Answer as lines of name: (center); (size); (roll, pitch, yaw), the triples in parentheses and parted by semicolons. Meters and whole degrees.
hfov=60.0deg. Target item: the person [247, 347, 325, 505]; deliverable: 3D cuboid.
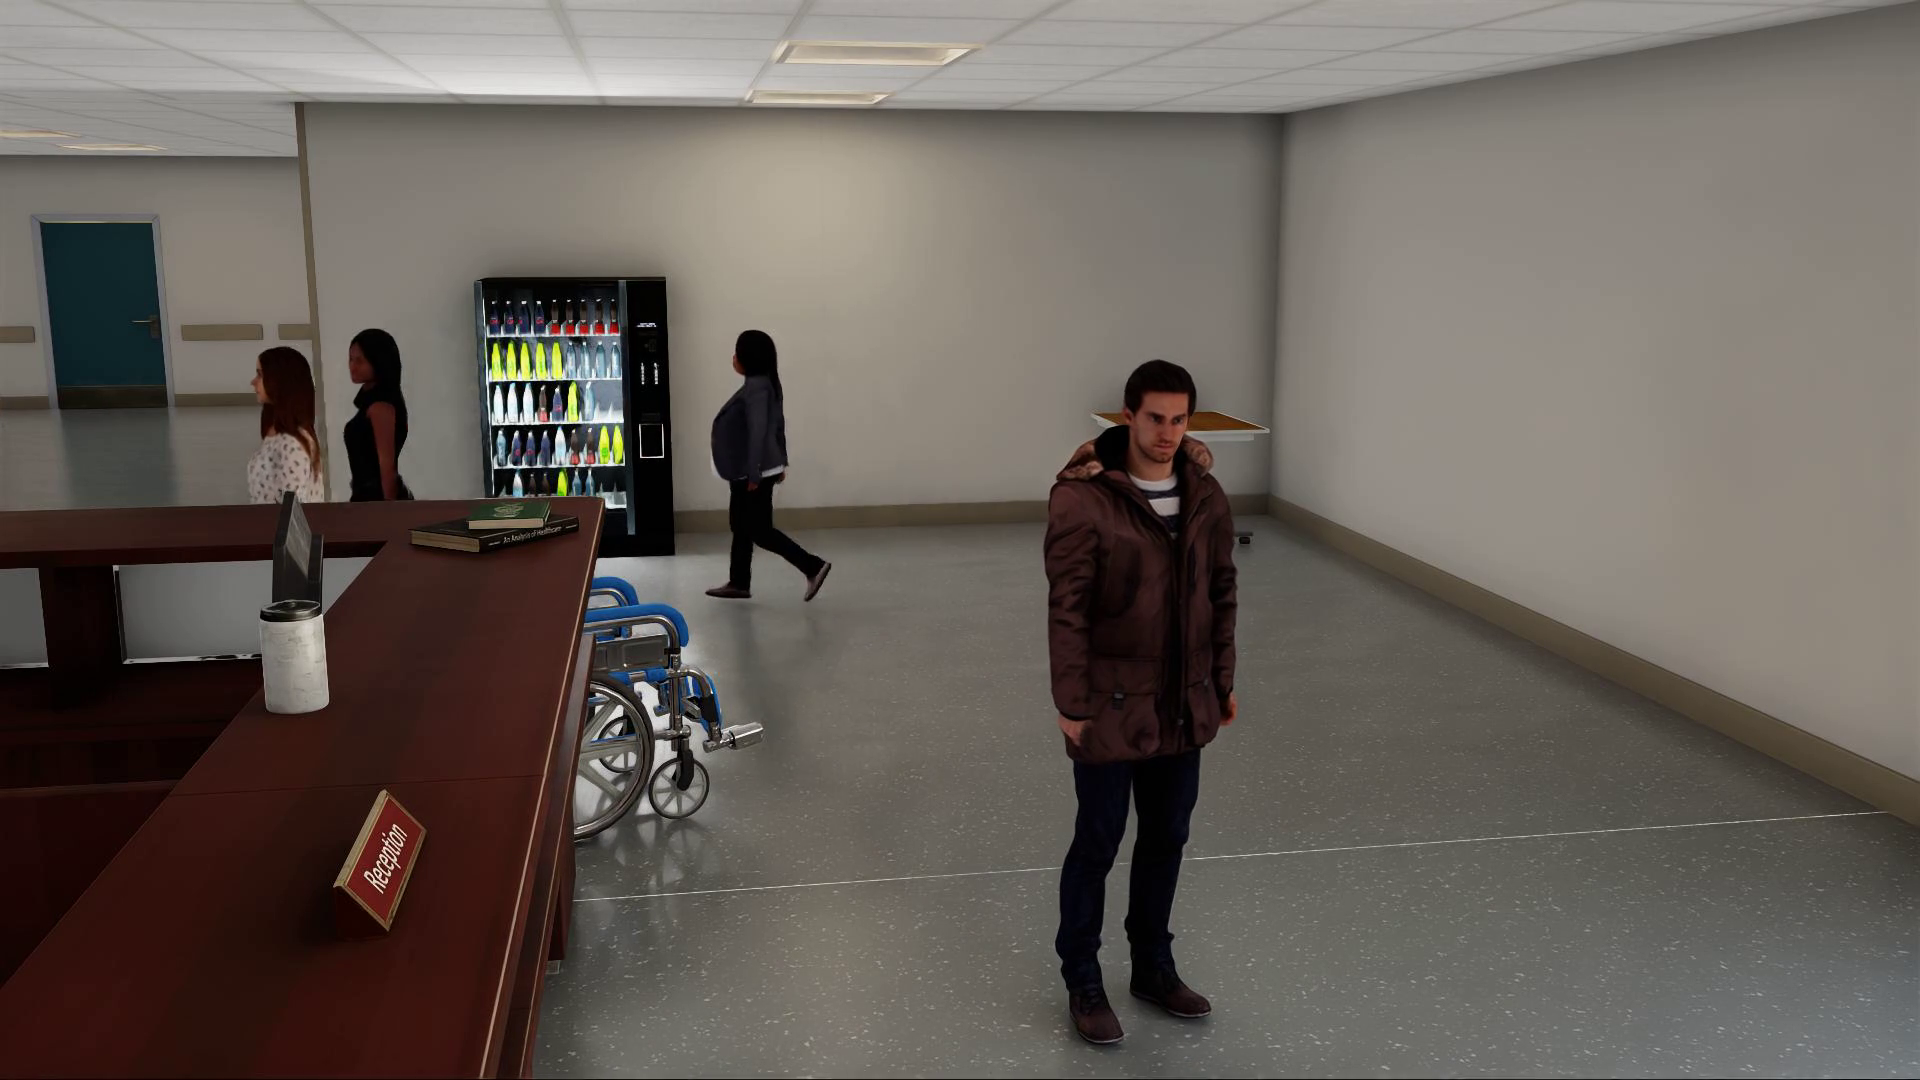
person: (-2.547, 0.109, 6.557); (1.038, 1.714, 0.751); (-5, 12, -25)

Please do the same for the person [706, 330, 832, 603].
person: (-1.103, -0.394, 9.583); (1.011, 1.573, 0.745); (0, 11, -2)

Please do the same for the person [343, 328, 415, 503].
person: (-2.546, -0.089, 7.609); (1.151, 1.711, 0.767); (-3, 11, -17)

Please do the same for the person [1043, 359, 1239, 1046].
person: (0.485, 0.425, 4.540); (0.733, 1.844, 0.895); (-6, 12, -27)
